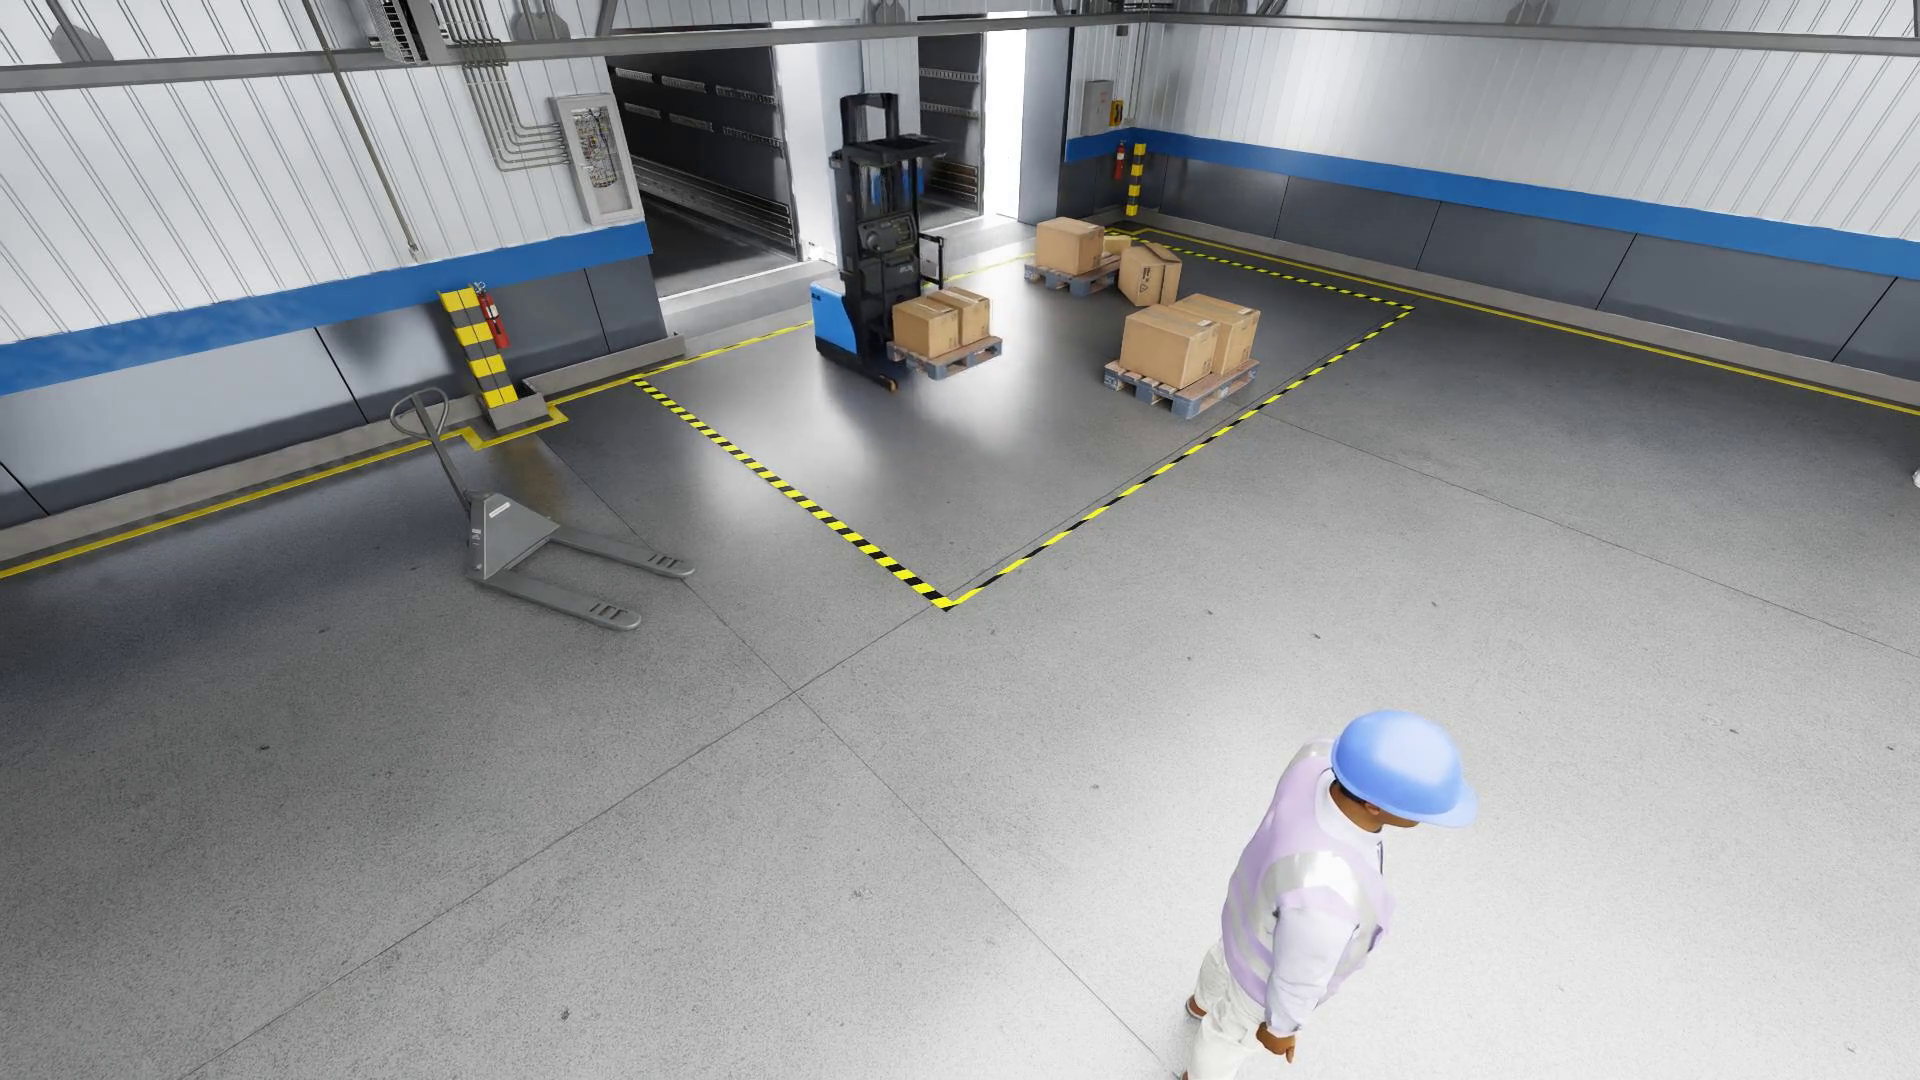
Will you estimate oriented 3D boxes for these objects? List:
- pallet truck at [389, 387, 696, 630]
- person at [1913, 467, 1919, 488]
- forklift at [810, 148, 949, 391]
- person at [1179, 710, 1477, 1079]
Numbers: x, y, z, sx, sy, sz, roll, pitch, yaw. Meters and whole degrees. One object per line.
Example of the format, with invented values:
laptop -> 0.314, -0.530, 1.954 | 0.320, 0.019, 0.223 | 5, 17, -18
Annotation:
pallet truck -> -2.613, -0.247, 4.593 | 1.601, 1.201, 0.680 | 14, 40, 17
person -> 7.817, -1.095, 5.277 | 0.487, 1.742, 0.318 | 15, 40, 19
forklift -> -0.982, -2.748, 7.174 | 0.716, 2.013, 0.776 | -31, 47, -33
person -> 0.966, 1.172, 2.176 | 0.386, 1.948, 0.601 | 14, 40, 18
